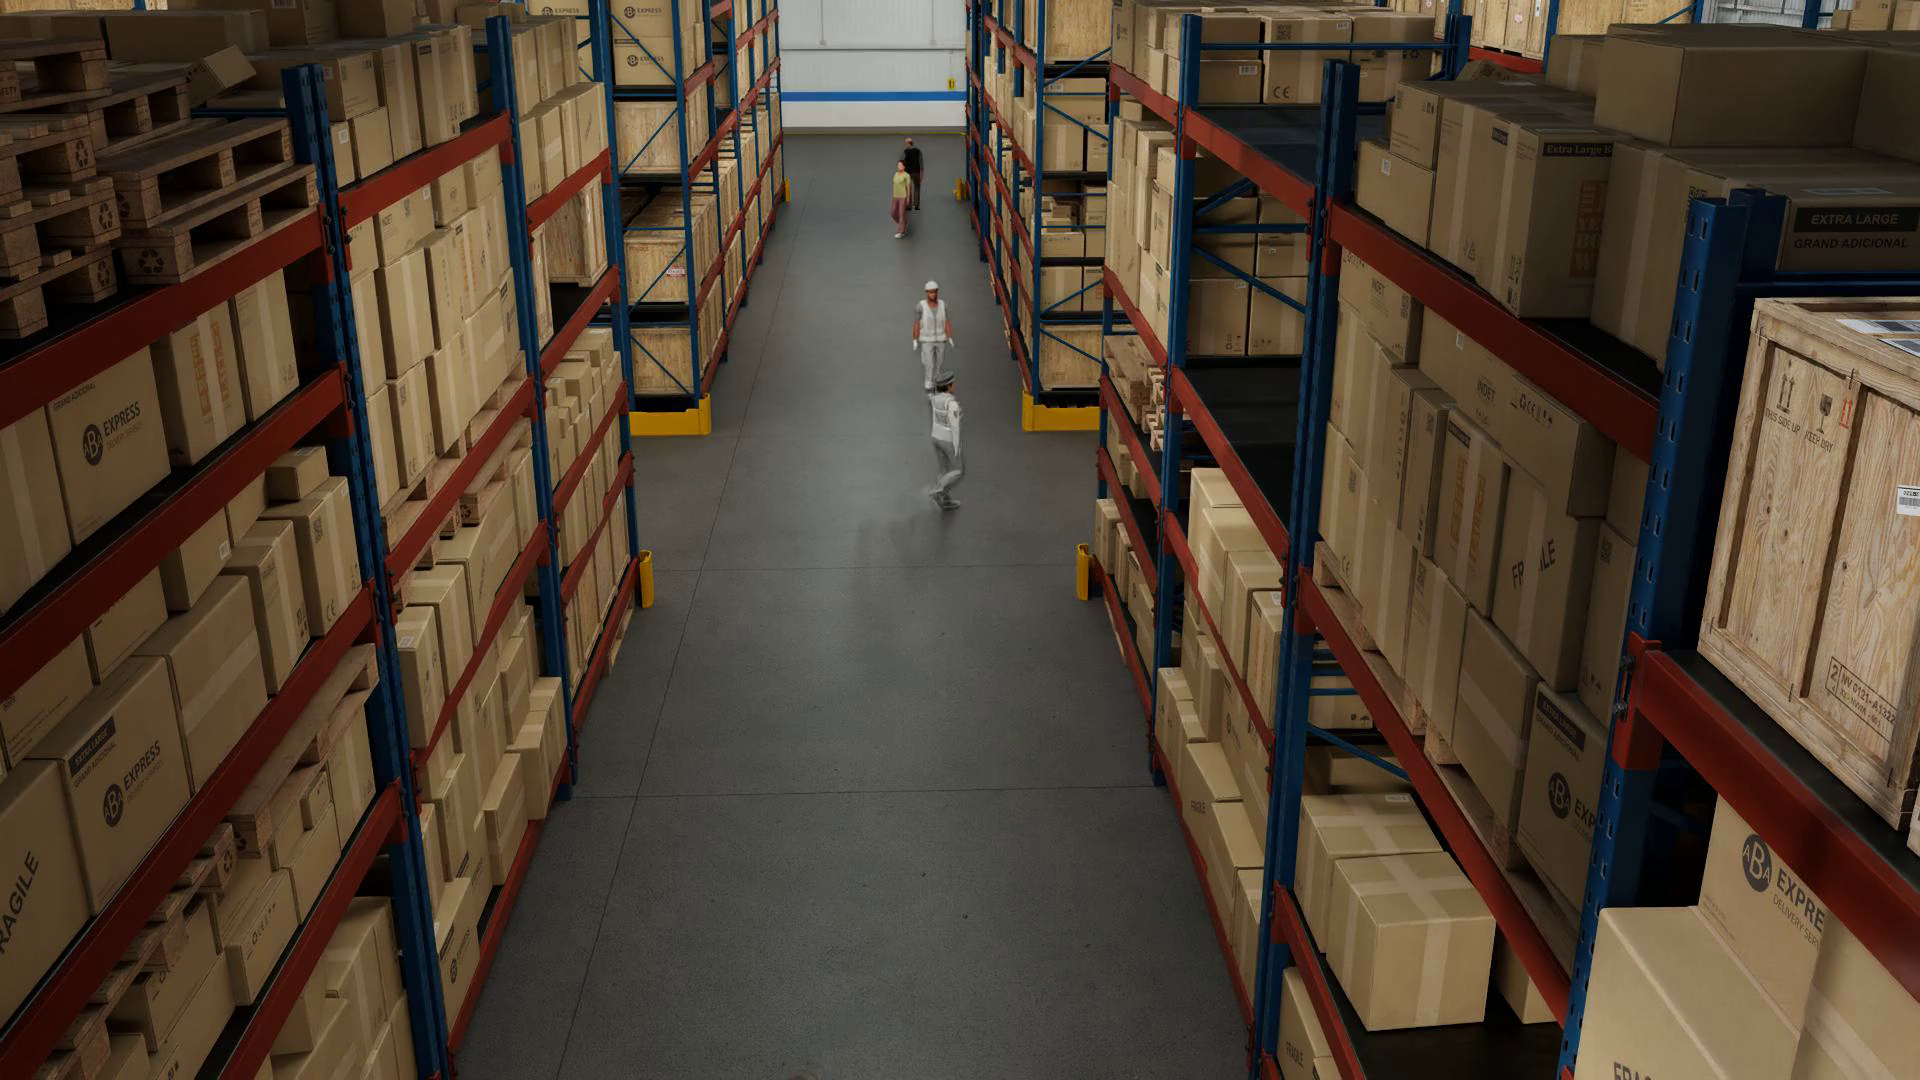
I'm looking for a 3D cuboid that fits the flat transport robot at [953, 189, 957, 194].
[{"bbox_3d":[0.599,-9.005,42.854,1.431,0.255,0.659,-7,22,-19],"label":"flat transport robot"}]

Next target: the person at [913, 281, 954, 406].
[{"bbox_3d":[-0.341,-2.837,24.044,0.569,1.775,0.779,-7,22,-18],"label":"person"}]

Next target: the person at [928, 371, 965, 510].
[{"bbox_3d":[-0.192,-1.152,19.656,0.542,1.691,0.493,-15,25,-34],"label":"person"}]

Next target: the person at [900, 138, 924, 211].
[{"bbox_3d":[-1.181,-8.835,40.209,0.567,1.736,0.422,-4,21,-11],"label":"person"}]

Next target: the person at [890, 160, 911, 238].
[{"bbox_3d":[-1.303,-7.598,36.959,0.446,1.674,0.601,15,25,35],"label":"person"}]
